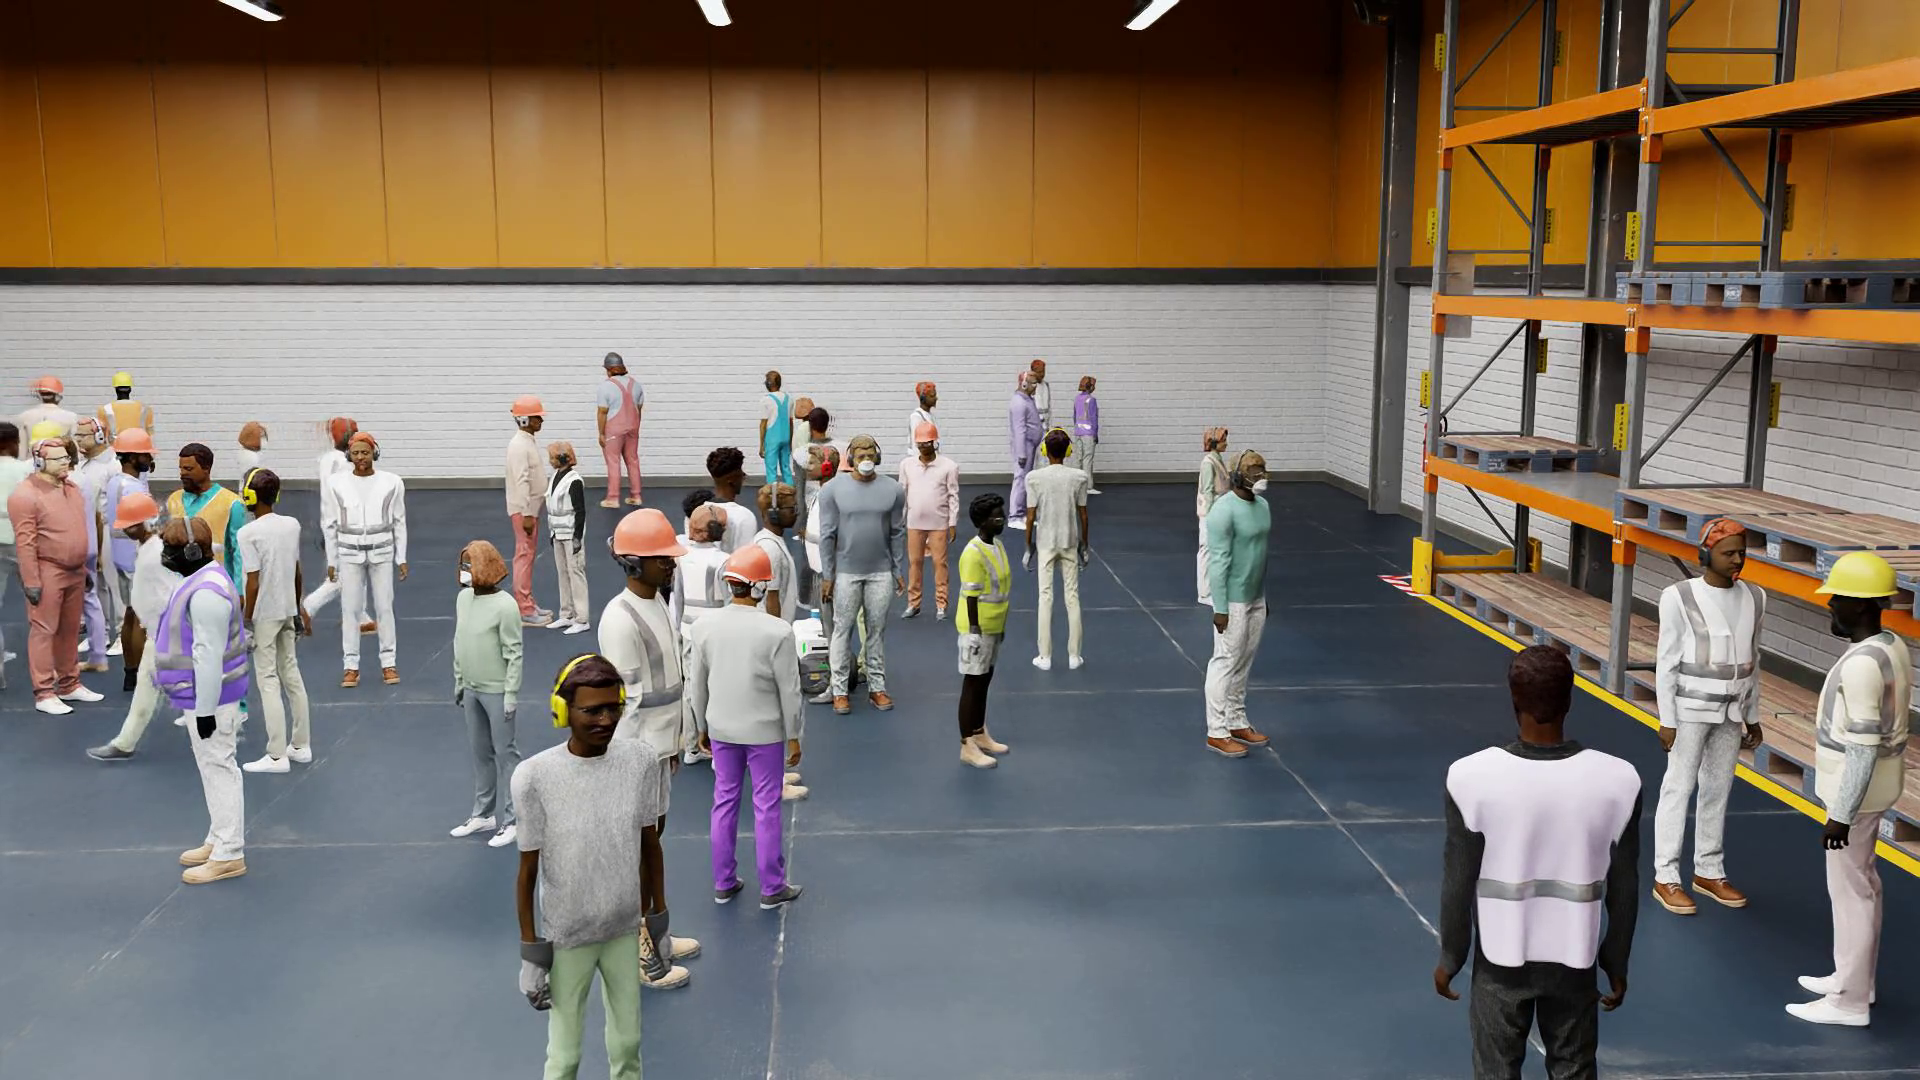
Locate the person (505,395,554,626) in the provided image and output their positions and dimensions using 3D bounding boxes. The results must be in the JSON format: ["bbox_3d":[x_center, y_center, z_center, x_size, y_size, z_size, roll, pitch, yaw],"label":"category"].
[{"bbox_3d":[-3.735,-0.259,14.423,0.384,1.996,0.610,-1,9,-9],"label":"person"}]

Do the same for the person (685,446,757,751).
[{"bbox_3d":[-1.471,0.388,10.452,0.608,1.966,0.370,8,12,41],"label":"person"}]

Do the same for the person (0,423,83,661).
[{"bbox_3d":[-7.500,0.002,13.216,0.609,1.855,1.031,1,9,8],"label":"person"}]

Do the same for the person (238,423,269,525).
[{"bbox_3d":[-6.791,-0.314,15.987,0.351,1.612,0.537,-6,11,-32],"label":"person"}]

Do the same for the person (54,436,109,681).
[{"bbox_3d":[-6.648,0.135,12.473,0.347,1.834,0.518,3,10,21],"label":"person"}]

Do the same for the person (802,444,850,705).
[{"bbox_3d":[-0.917,0.236,11.786,0.389,1.846,0.566,-2,9,-11],"label":"person"}]

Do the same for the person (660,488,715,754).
[{"bbox_3d":[-1.644,0.516,10.515,0.546,1.686,0.321,0,9,-3],"label":"person"}]

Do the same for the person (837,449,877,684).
[{"bbox_3d":[-0.754,0.192,12.344,0.327,1.753,0.563,-1,9,-3],"label":"person"}]

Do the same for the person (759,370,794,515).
[{"bbox_3d":[-2.306,-1.208,20.901,0.502,1.838,0.348,-8,12,-42],"label":"person"}]

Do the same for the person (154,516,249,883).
[{"bbox_3d":[-3.808,0.786,8.377,0.430,1.836,0.626,-5,10,-27],"label":"person"}]

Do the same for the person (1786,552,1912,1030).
[{"bbox_3d":[3.590,1.003,6.717,0.375,1.925,0.595,7,11,36],"label":"person"}]

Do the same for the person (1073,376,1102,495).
[{"bbox_3d":[1.744,-1.447,23.005,0.311,1.639,0.514,-5,10,-29],"label":"person"}]

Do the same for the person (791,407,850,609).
[{"bbox_3d":[-1.206,-0.243,14.758,0.572,1.866,1.023,-4,10,-21],"label":"person"}]

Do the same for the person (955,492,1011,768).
[{"bbox_3d":[0.148,0.543,10.320,0.322,1.696,0.536,3,10,19],"label":"person"}]

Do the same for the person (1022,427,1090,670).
[{"bbox_3d":[0.741,0.067,12.771,0.518,1.874,0.330,0,9,-3],"label":"person"}]

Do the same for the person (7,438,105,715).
[{"bbox_3d":[-6.268,0.238,11.580,0.400,1.910,0.643,1,9,8],"label":"person"}]

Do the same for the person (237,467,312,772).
[{"bbox_3d":[-4.213,0.486,10.144,0.314,1.869,0.537,3,9,17],"label":"person"}]

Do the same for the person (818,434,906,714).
[{"bbox_3d":[-0.671,0.230,11.532,0.627,1.941,0.374,-3,10,-19],"label":"person"}]

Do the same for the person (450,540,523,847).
[{"bbox_3d":[-2.520,0.809,8.853,0.498,1.634,0.281,7,11,36],"label":"person"}]

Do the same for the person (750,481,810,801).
[{"bbox_3d":[-1.074,0.578,9.642,0.349,1.846,0.506,-2,9,-11],"label":"person"}]

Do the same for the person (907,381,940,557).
[{"bbox_3d":[-0.389,-0.772,18.001,0.358,1.882,0.574,2,9,13],"label":"person"}]

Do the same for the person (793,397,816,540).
[{"bbox_3d":[-1.763,-0.817,19.065,0.285,1.633,0.497,1,9,9],"label":"person"}]

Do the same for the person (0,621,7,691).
[{"bbox_3d":[-7.088,0.185,11.831,0.415,1.939,0.604,-1,9,-7],"label":"person"}]

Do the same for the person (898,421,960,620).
[{"bbox_3d":[-0.290,-0.168,14.610,0.571,1.751,0.329,2,9,14],"label":"person"}]

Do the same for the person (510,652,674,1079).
[{"bbox_3d":[-1.157,1.265,5.290,0.510,1.863,0.326,-6,11,-35],"label":"person"}]

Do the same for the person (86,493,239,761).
[{"bbox_3d":[-5.011,0.534,10.405,0.882,1.688,0.594,-5,10,-30],"label":"person"}]

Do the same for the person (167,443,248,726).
[{"bbox_3d":[-5.033,0.302,11.144,0.596,1.918,0.380,3,9,17],"label":"person"}]

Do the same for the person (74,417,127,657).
[{"bbox_3d":[-6.869,-0.029,13.259,0.640,1.909,0.409,4,10,23],"label":"person"}]

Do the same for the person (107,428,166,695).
[{"bbox_3d":[-5.905,0.159,11.989,0.357,1.934,0.551,-8,12,-41],"label":"person"}]

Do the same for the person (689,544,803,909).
[{"bbox_3d":[-1.007,0.887,7.983,0.575,1.749,0.335,3,10,20],"label":"person"}]

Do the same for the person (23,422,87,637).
[{"bbox_3d":[-7.551,-0.080,13.874,0.585,1.825,0.404,1,9,7],"label":"person"}]

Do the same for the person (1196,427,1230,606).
[{"bbox_3d":[2.326,-0.221,15.299,0.308,1.641,0.511,3,9,17],"label":"person"}]

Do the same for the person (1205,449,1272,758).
[{"bbox_3d":[1.774,0.388,10.543,0.352,1.937,0.635,7,11,36],"label":"person"}]

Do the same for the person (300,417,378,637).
[{"bbox_3d":[-5.189,-0.087,13.786,0.744,1.861,0.603,-7,11,-37],"label":"person"}]

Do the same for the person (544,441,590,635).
[{"bbox_3d":[-3.326,-0.025,14.068,0.310,1.639,0.523,-7,11,-38],"label":"person"}]

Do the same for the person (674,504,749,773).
[{"bbox_3d":[-1.535,0.598,10.166,0.525,1.636,0.307,7,12,38],"label":"person"}]

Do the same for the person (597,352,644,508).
[{"bbox_3d":[-4.492,-1.453,21.780,0.535,2.000,0.680,8,12,41],"label":"person"}]

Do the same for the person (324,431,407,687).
[{"bbox_3d":[-4.375,0.141,12.268,0.572,1.883,0.354,-3,10,-19],"label":"person"}]

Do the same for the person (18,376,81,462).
[{"bbox_3d":[-9.481,-0.745,17.546,0.651,1.964,0.851,0,9,0],"label":"person"}]

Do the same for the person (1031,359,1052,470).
[{"bbox_3d":[1.047,-1.541,22.855,0.583,1.879,0.367,-8,12,-43],"label":"person"}]

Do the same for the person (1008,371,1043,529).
[{"bbox_3d":[0.794,-1.075,19.882,0.404,1.896,0.645,2,9,10],"label":"person"}]

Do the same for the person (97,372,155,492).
[{"bbox_3d":[-9.549,-0.959,19.084,0.586,1.919,0.403,-7,12,-39],"label":"person"}]

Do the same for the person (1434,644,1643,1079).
[{"bbox_3d":[1.755,1.270,5.082,0.587,1.914,0.390,1,9,6],"label":"person"}]

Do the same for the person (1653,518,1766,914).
[{"bbox_3d":[3.573,0.833,7.928,0.576,1.882,0.355,-3,9,-17],"label":"person"}]

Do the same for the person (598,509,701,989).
[{"bbox_3d":[-1.327,0.878,7.137,0.371,2.044,0.607,0,9,1],"label":"person"}]
